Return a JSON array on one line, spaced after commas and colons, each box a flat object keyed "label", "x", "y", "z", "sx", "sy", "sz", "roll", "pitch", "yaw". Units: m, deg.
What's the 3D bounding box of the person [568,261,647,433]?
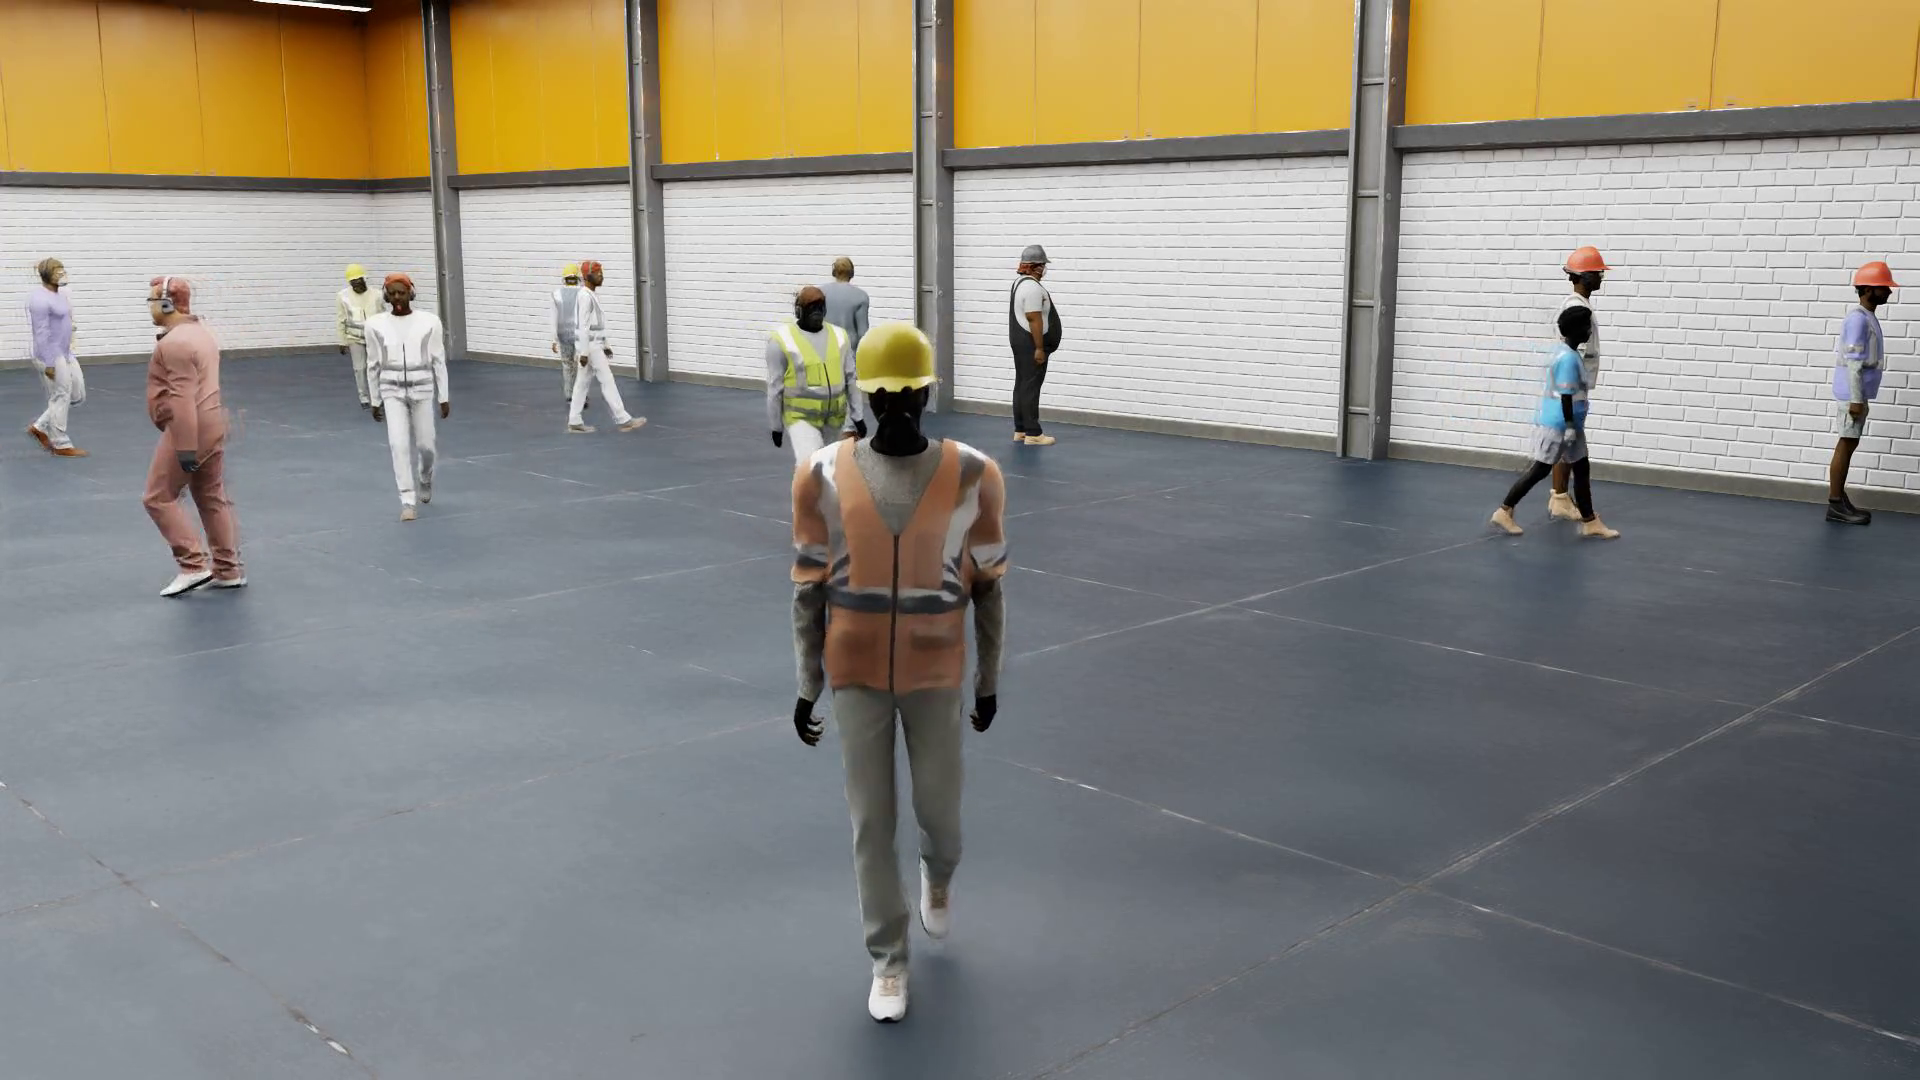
[{"label": "person", "x": -3.843, "y": -2.066, "z": 17.934, "sx": 0.899, "sy": 1.851, "sz": 0.588, "roll": -3, "pitch": 11, "yaw": -14}]

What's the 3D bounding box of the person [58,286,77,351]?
[{"label": "person", "x": -13.583, "y": -3.263, "z": 25.053, "sx": 0.514, "sy": 1.621, "sz": 0.435, "roll": 2, "pitch": 11, "yaw": 12}]

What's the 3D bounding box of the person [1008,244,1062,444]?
[{"label": "person", "x": 0.777, "y": -2.010, "z": 17.104, "sx": 0.536, "sy": 2.000, "sz": 0.673, "roll": -2, "pitch": 11, "yaw": -13}]

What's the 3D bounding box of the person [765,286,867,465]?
[{"label": "person", "x": -0.983, "y": -0.828, "z": 11.345, "sx": 0.620, "sy": 1.797, "sz": 0.963, "roll": -7, "pitch": 13, "yaw": -35}]

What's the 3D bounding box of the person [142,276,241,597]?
[{"label": "person", "x": -4.612, "y": -0.607, "z": 9.882, "sx": 0.554, "sy": 1.892, "sz": 0.663, "roll": -1, "pitch": 10, "yaw": -7}]

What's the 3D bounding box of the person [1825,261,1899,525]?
[{"label": "person", "x": 6.694, "y": -1.090, "z": 12.367, "sx": 0.368, "sy": 1.939, "sz": 0.542, "roll": 7, "pitch": 12, "yaw": 33}]

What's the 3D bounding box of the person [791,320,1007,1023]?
[{"label": "person", "x": -0.168, "y": 0.340, "z": 4.648, "sx": 0.593, "sy": 1.911, "sz": 0.559, "roll": 0, "pitch": 10, "yaw": 1}]

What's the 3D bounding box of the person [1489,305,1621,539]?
[{"label": "person", "x": 4.202, "y": -0.827, "z": 11.707, "sx": 0.866, "sy": 1.658, "sz": 0.541, "roll": 4, "pitch": 11, "yaw": 23}]

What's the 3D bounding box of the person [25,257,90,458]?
[{"label": "person", "x": -8.674, "y": -1.730, "z": 15.892, "sx": 0.499, "sy": 1.923, "sz": 0.645, "roll": -2, "pitch": 11, "yaw": -9}]

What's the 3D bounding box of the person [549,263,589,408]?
[{"label": "person", "x": -4.804, "y": -2.549, "z": 20.740, "sx": 0.603, "sy": 1.789, "sz": 0.948, "roll": -3, "pitch": 11, "yaw": -16}]

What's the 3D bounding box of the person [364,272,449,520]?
[{"label": "person", "x": -4.207, "y": -1.109, "z": 12.683, "sx": 0.587, "sy": 1.862, "sz": 0.741, "roll": -3, "pitch": 11, "yaw": -15}]

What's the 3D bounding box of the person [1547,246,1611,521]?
[{"label": "person", "x": 4.652, "y": -1.173, "z": 12.519, "sx": 0.358, "sy": 2.047, "sz": 0.615, "roll": 3, "pitch": 11, "yaw": 16}]

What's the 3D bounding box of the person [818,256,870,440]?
[{"label": "person", "x": -1.246, "y": -1.965, "z": 17.179, "sx": 0.633, "sy": 1.925, "sz": 0.703, "roll": 2, "pitch": 11, "yaw": 10}]

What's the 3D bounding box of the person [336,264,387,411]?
[{"label": "person", "x": -7.206, "y": -2.431, "z": 20.077, "sx": 0.612, "sy": 1.790, "sz": 0.559, "roll": -5, "pitch": 11, "yaw": -25}]
